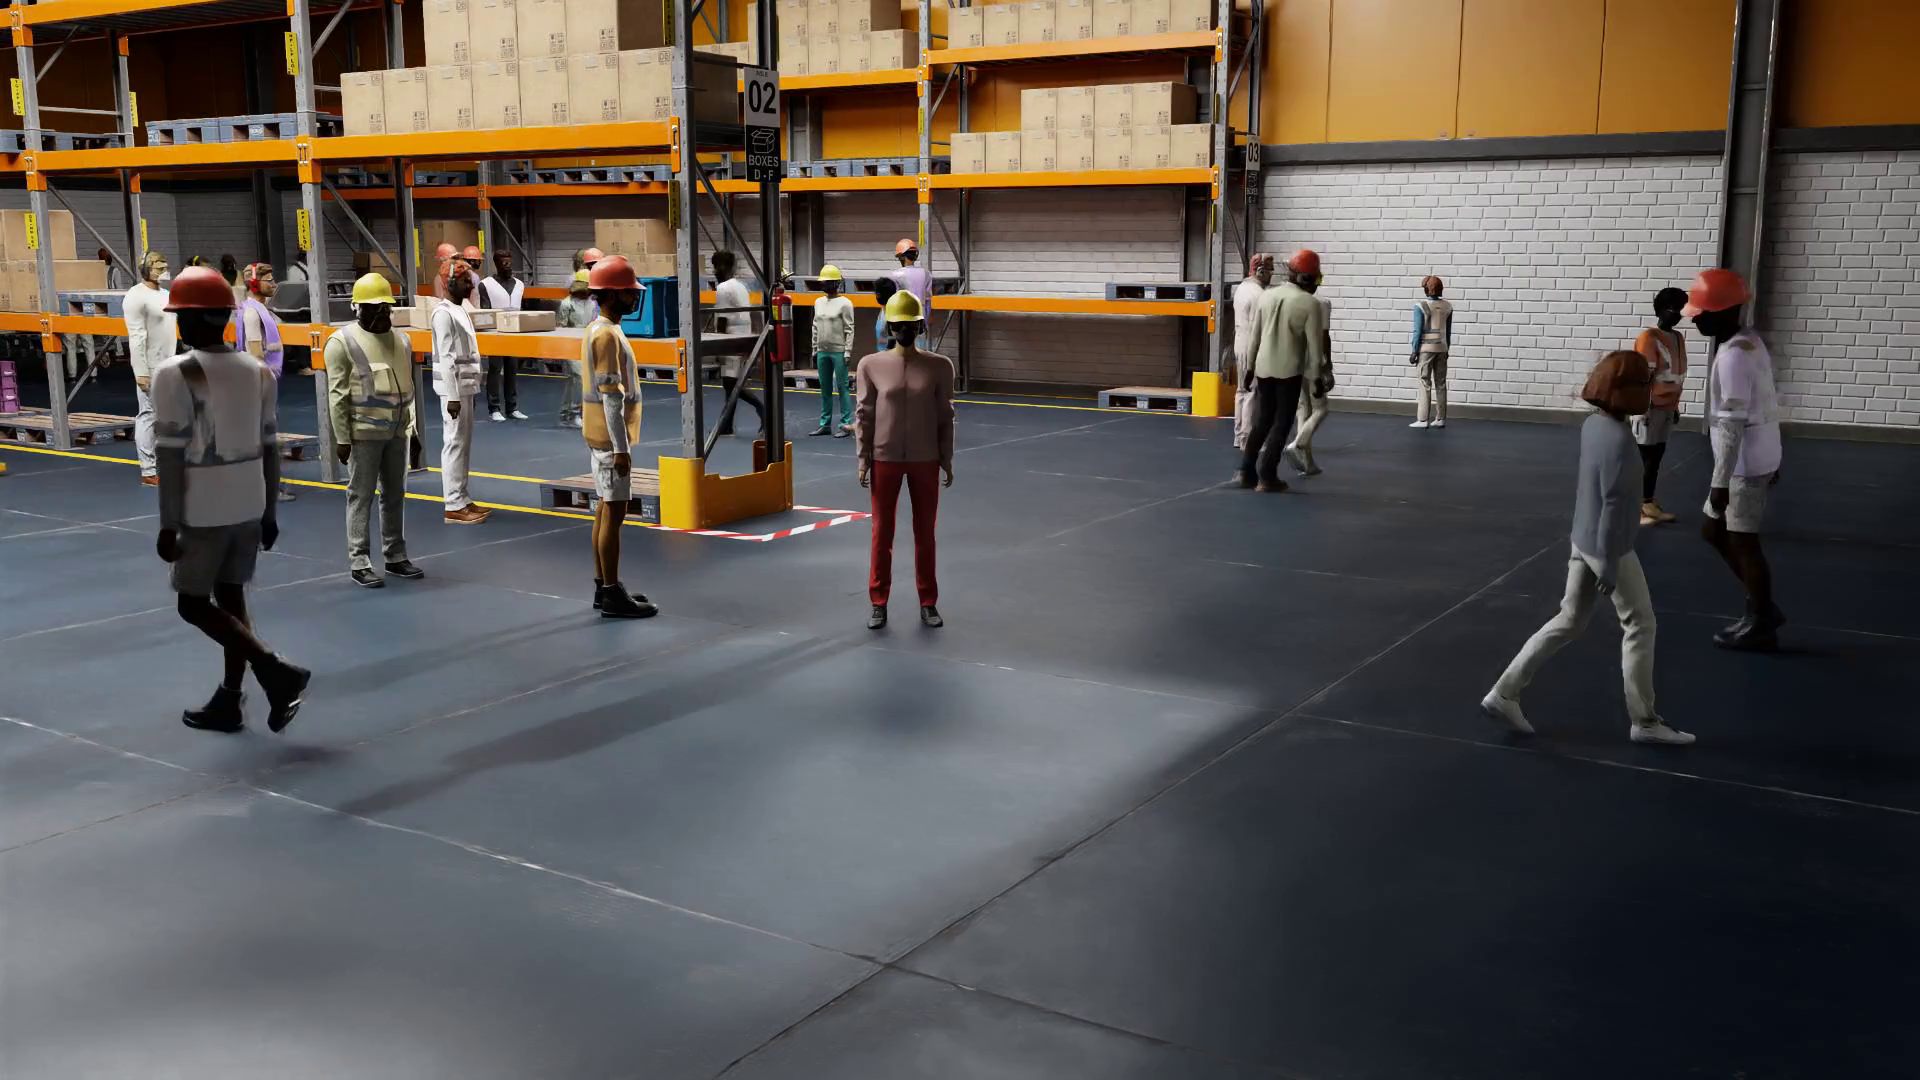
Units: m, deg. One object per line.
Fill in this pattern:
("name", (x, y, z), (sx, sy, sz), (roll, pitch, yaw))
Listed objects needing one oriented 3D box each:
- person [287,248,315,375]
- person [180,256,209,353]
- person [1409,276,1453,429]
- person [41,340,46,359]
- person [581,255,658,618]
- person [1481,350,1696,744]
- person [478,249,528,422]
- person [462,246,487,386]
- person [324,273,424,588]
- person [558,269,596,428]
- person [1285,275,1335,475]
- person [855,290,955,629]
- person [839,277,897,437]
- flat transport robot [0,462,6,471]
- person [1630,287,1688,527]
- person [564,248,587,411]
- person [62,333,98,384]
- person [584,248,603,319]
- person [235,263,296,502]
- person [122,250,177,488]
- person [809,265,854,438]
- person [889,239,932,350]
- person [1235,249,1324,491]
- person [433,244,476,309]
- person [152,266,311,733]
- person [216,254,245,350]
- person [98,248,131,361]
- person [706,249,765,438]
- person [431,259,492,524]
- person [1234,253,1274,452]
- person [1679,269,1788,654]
("person", (-9.609, -3.467, 24.843), (0.881, 2.000, 0.699), (4, 11, 23))
("person", (-9.067, -2.430, 19.692), (0.620, 1.846, 0.543), (3, 11, 15))
("person", (5.072, -2.017, 17.920), (0.518, 1.639, 0.312), (-5, 11, -25))
("person", (-15.494, -3.892, 28.324), (0.507, 1.631, 0.271), (2, 10, 11))
("person", (-1.849, -0.552, 8.969), (0.361, 1.939, 0.543), (-3, 11, -18))
("person", (2.545, 0.030, 6.682), (0.810, 1.597, 0.508), (1, 10, 5))
("person", (-5.126, -2.292, 18.670), (0.389, 1.918, 0.591), (7, 13, 35))
("person", (-6.745, -3.099, 23.090), (0.366, 1.935, 0.552), (-8, 13, -39))
("person", (-3.416, -0.646, 9.788), (0.403, 1.830, 0.601), (6, 12, 30))
("person", (-4.124, -2.053, 17.917), (0.565, 1.710, 0.495), (5, 11, 24))
("person", (2.963, -1.468, 14.305), (0.556, 1.843, 0.484), (9, 14, 42))
("person", (-0.282, -0.413, 8.683), (0.526, 1.768, 0.314), (-1, 10, -7))
("person", (-0.759, -1.801, 16.677), (0.891, 1.639, 0.543), (-3, 11, -17))
("flat transport robot", (-8.994, -0.664, 14.213), (1.431, 0.197, 0.652), (3, 11, 16))
("person", (4.965, -0.947, 11.841), (0.531, 1.692, 0.322), (-9, 13, -40))
("person", (-4.387, -2.450, 19.525), (0.492, 1.923, 0.658), (4, 11, 20))
("person", (-12.535, -3.131, 23.558), (0.600, 1.830, 0.404), (-8, 13, -38))
("person", (-4.062, -2.300, 18.681), (0.542, 1.931, 0.376), (-9, 13, -40))
("person", (-5.429, -1.217, 12.905), (0.388, 1.848, 0.564), (-4, 11, -22))
("person", (-6.607, -1.403, 13.689), (0.369, 1.938, 0.630), (0, 10, 1))
("person", (-1.320, -1.932, 17.103), (0.522, 1.768, 0.312), (7, 13, 35))
("person", (-0.627, -2.630, 20.224), (0.604, 2.034, 0.386), (-8, 13, -37))
("person", (2.626, -1.358, 13.413), (0.518, 1.946, 0.661), (-9, 14, -41))
("person", (-6.326, -2.703, 20.781), (0.459, 1.971, 0.644), (5, 11, 26))
("person", (-2.936, -0.132, 6.698), (0.651, 1.924, 0.562), (4, 11, 22))
("person", (-11.001, -3.403, 25.149), (0.661, 1.797, 0.927), (-6, 12, -30))
("person", (-14.249, -3.930, 27.840), (0.583, 1.882, 0.337), (1, 10, 8))
("person", (-2.230, -1.987, 16.932), (0.719, 1.937, 0.636), (2, 10, 13))
("person", (-3.597, -1.062, 11.945), (0.343, 1.883, 0.585), (-1, 10, -6))
("person", (2.837, -1.787, 15.950), (0.401, 1.896, 0.652), (-1, 10, -6))
("person", (3.776, -0.371, 8.128), (0.597, 1.882, 0.586), (5, 11, 25))
